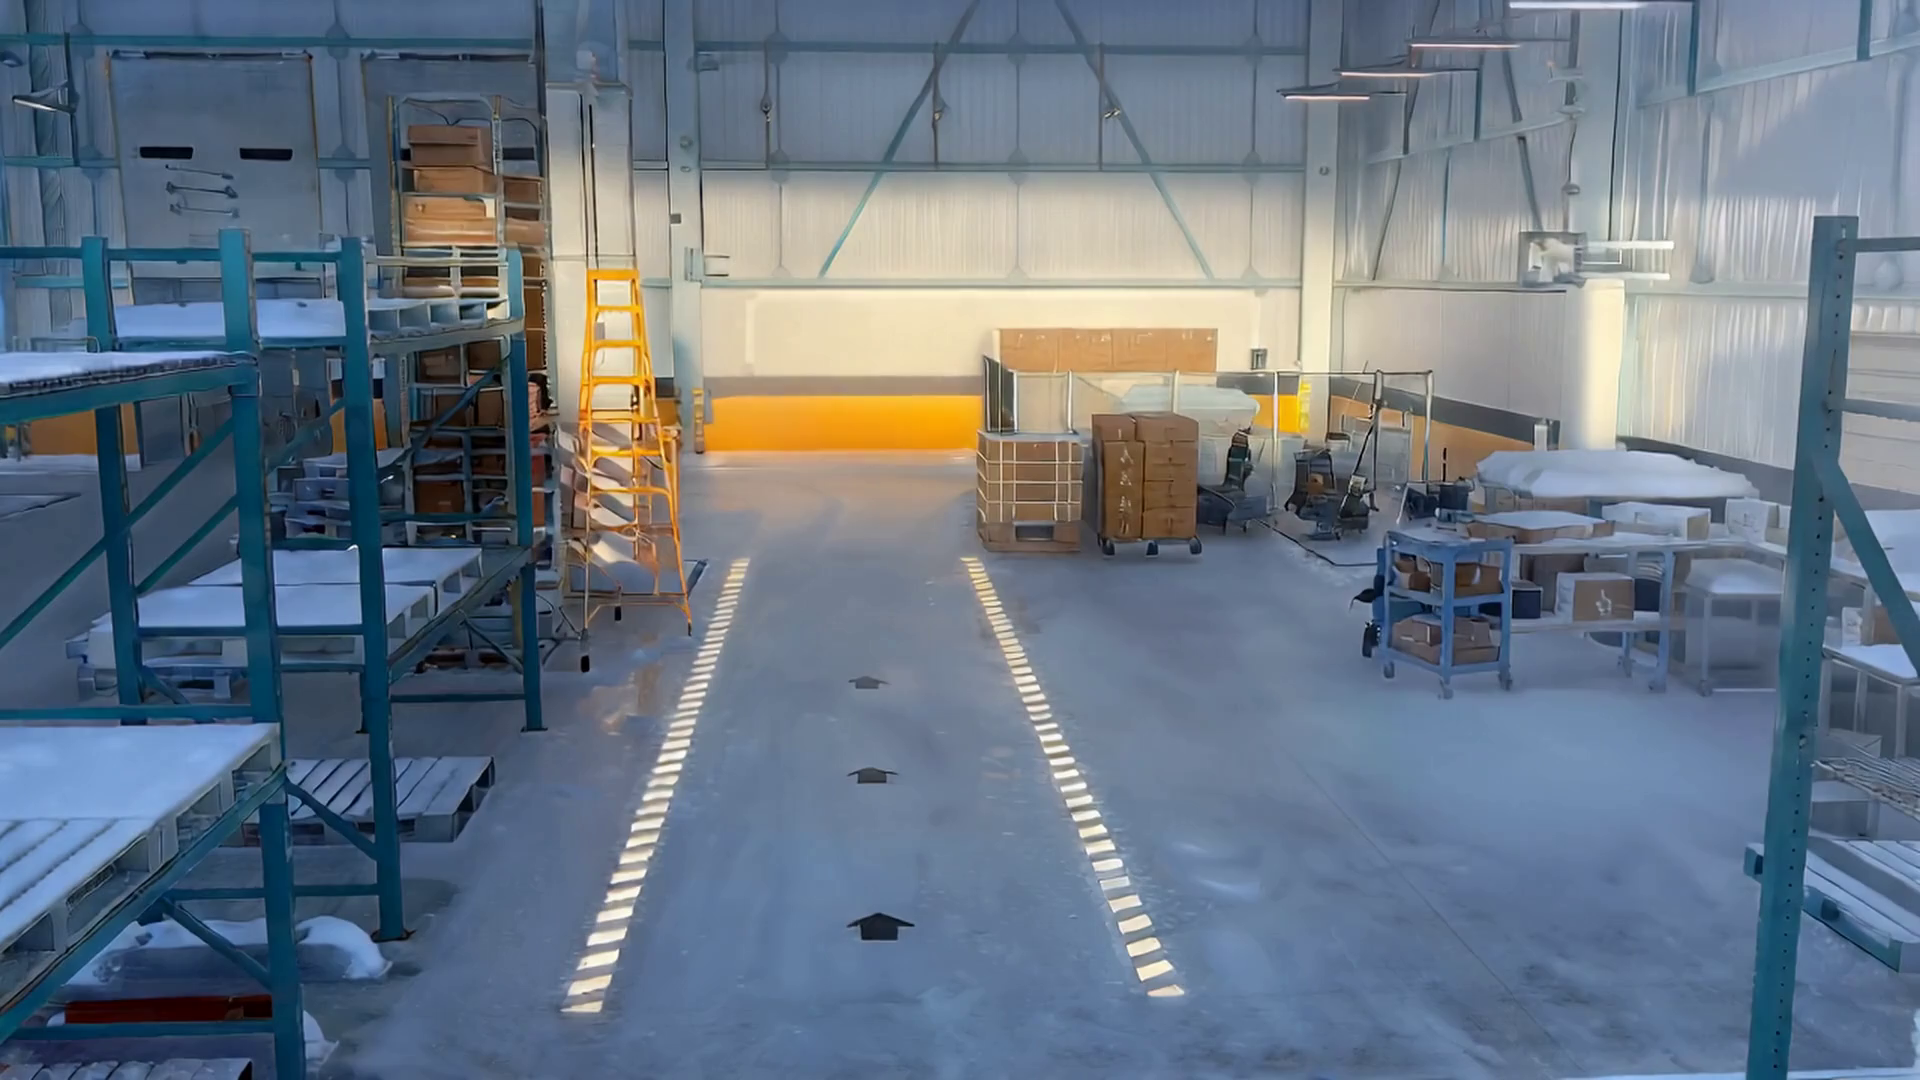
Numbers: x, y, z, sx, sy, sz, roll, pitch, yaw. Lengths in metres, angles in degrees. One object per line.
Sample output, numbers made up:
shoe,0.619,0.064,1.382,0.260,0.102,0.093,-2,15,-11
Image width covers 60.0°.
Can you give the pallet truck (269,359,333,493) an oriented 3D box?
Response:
pallet truck,-7.062,-1.131,18.996,1.885,1.965,0.823,2,9,13
